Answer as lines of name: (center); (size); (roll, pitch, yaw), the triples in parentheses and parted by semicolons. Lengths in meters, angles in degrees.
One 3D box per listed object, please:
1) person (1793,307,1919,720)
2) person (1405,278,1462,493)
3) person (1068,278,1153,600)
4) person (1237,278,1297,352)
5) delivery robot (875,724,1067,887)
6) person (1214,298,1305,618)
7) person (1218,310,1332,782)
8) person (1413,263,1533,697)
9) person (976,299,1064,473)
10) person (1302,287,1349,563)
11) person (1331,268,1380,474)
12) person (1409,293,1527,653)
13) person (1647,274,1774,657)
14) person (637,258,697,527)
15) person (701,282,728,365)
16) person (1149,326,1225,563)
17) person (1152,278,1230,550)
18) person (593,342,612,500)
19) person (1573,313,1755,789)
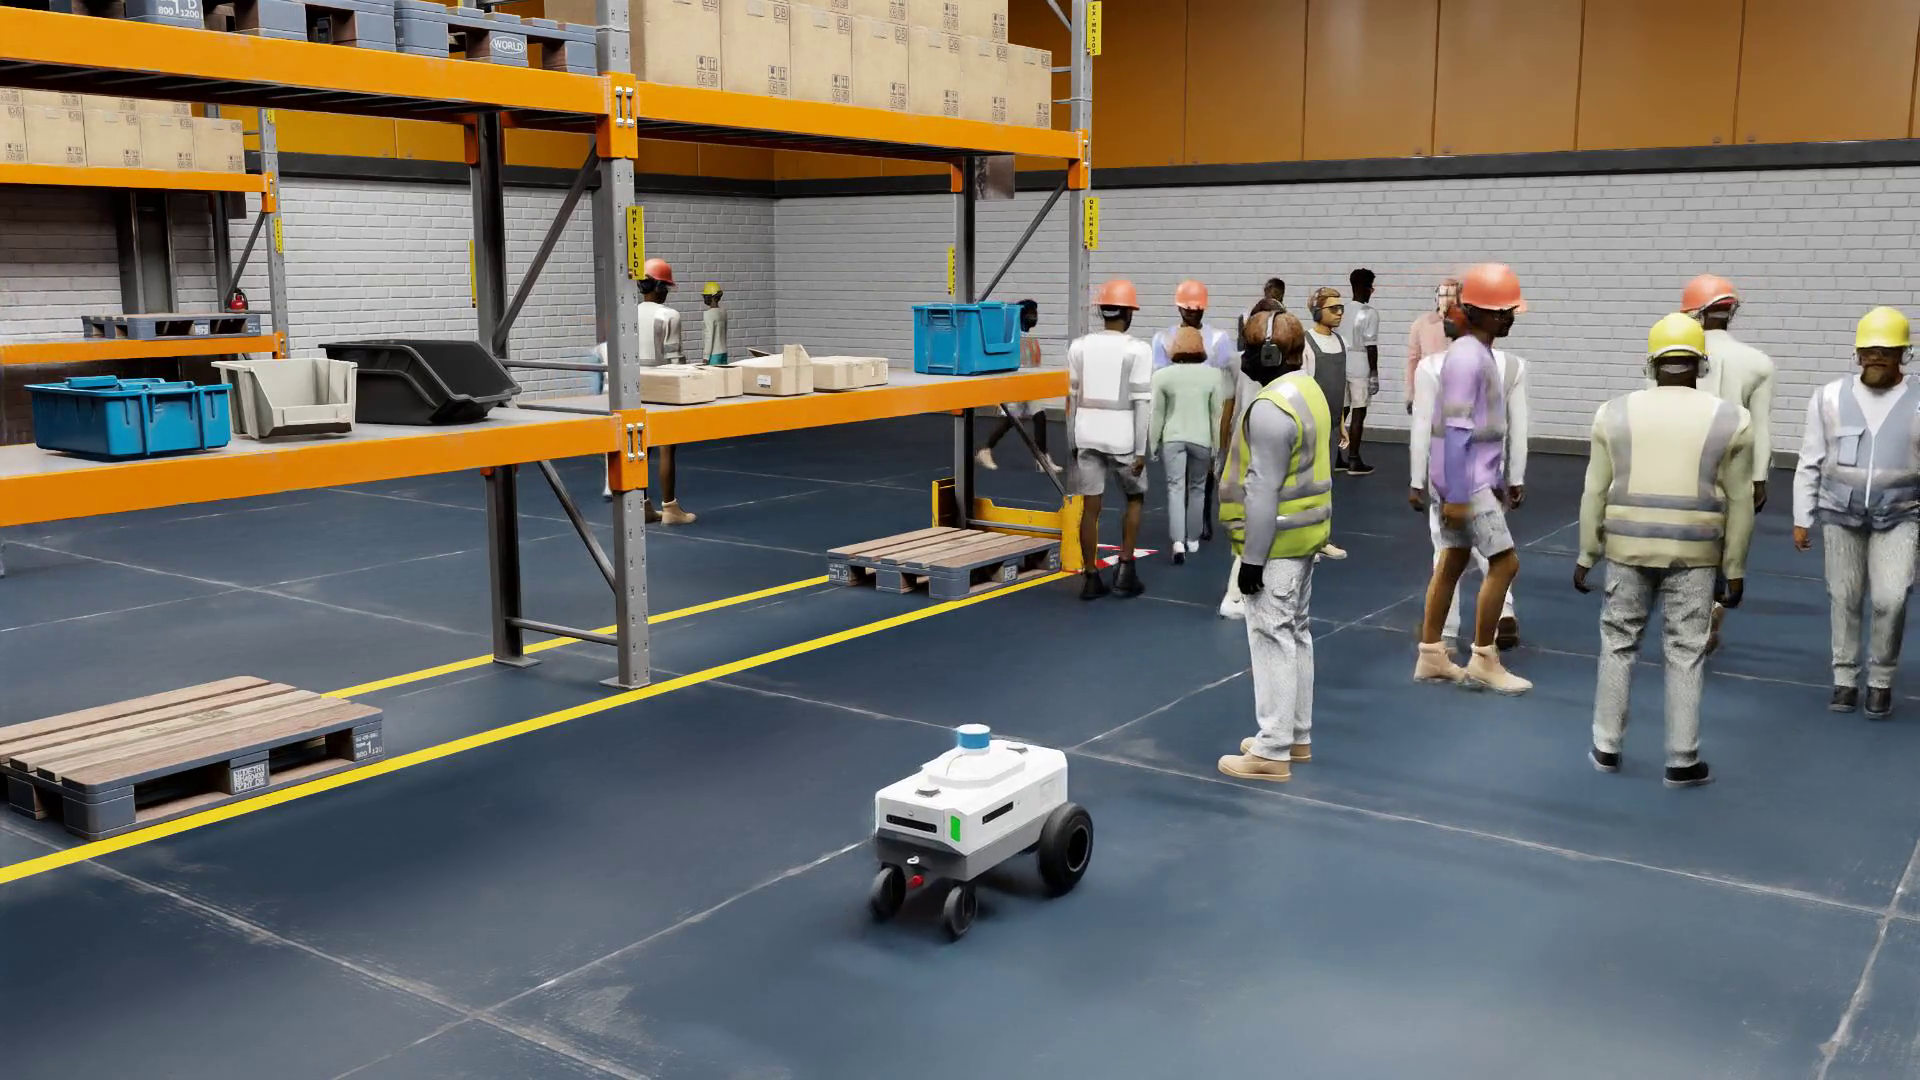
person: (4.001, -0.108, 7.331); (0.626, 1.816, 0.511); (7, 12, 35)
person: (4.018, -1.218, 13.765); (0.646, 1.886, 0.686); (4, 10, 24)
person: (0.899, -0.595, 9.962); (0.564, 1.918, 0.544); (5, 11, 26)
person: (2.847, -1.508, 15.525); (0.597, 1.879, 0.968); (0, 10, 2)
delivery robot: (0.043, 0.827, 5.252); (0.477, 0.478, 0.707); (6, 11, 33)
person: (1.776, -0.481, 9.600); (0.559, 1.810, 1.001); (8, 13, 40)
person: (1.231, 0.022, 6.545); (0.431, 1.836, 0.619); (4, 10, 23)
person: (2.468, -0.267, 7.748); (0.688, 2.005, 0.608); (3, 10, 15)
person: (0.561, -1.469, 15.893); (0.829, 1.665, 0.526); (5, 11, 29)
person: (2.422, -0.769, 11.196); (0.510, 1.846, 0.341); (-7, 12, -37)
person: (3.761, -1.598, 15.845); (0.375, 1.948, 0.608); (-5, 11, -27)
person: (2.596, -0.314, 8.439); (0.592, 1.866, 0.567); (-1, 10, -6)
person: (3.764, -0.348, 8.360); (0.646, 1.962, 0.717); (1, 10, 5)
person: (-2.309, -1.120, 12.712); (0.608, 2.042, 0.375); (6, 11, 31)
person: (-3.007, -2.258, 20.302); (0.313, 1.767, 0.533); (3, 10, 17)
person: (1.537, -0.654, 11.285); (0.504, 1.591, 0.842); (1, 10, 5)
person: (1.619, -0.878, 11.669); (0.554, 1.910, 0.520); (1, 10, 7)
person: (-2.882, -1.147, 14.214); (0.514, 1.595, 0.874); (4, 10, 22)
person: (2.728, 0.042, 6.458); (0.640, 1.821, 0.459); (5, 11, 27)
